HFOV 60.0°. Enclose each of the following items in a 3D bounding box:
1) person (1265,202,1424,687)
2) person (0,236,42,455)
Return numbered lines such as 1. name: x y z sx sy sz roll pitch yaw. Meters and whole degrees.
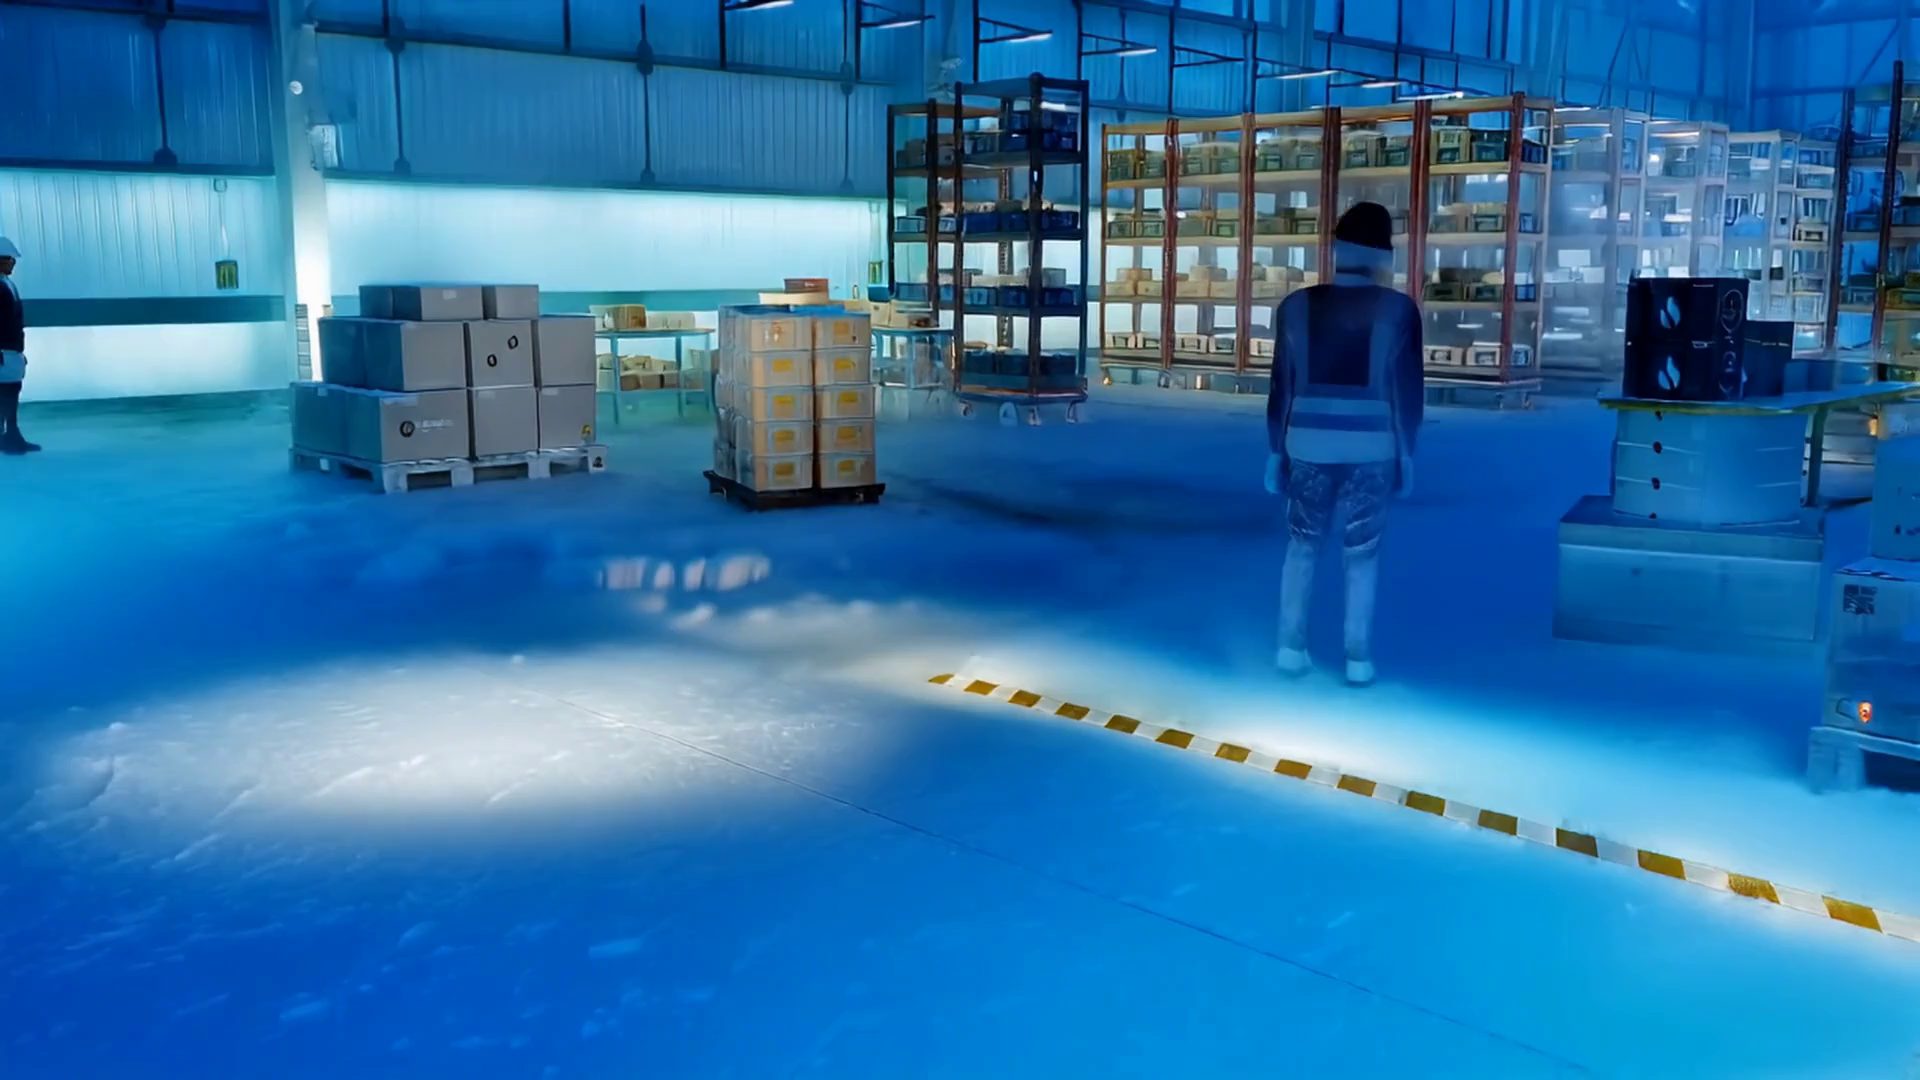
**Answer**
1. person: 1.531 -0.371 6.666 0.609 1.943 0.409 5 11 26
2. person: -8.491 -1.729 14.838 0.357 1.936 0.551 -1 10 -6
